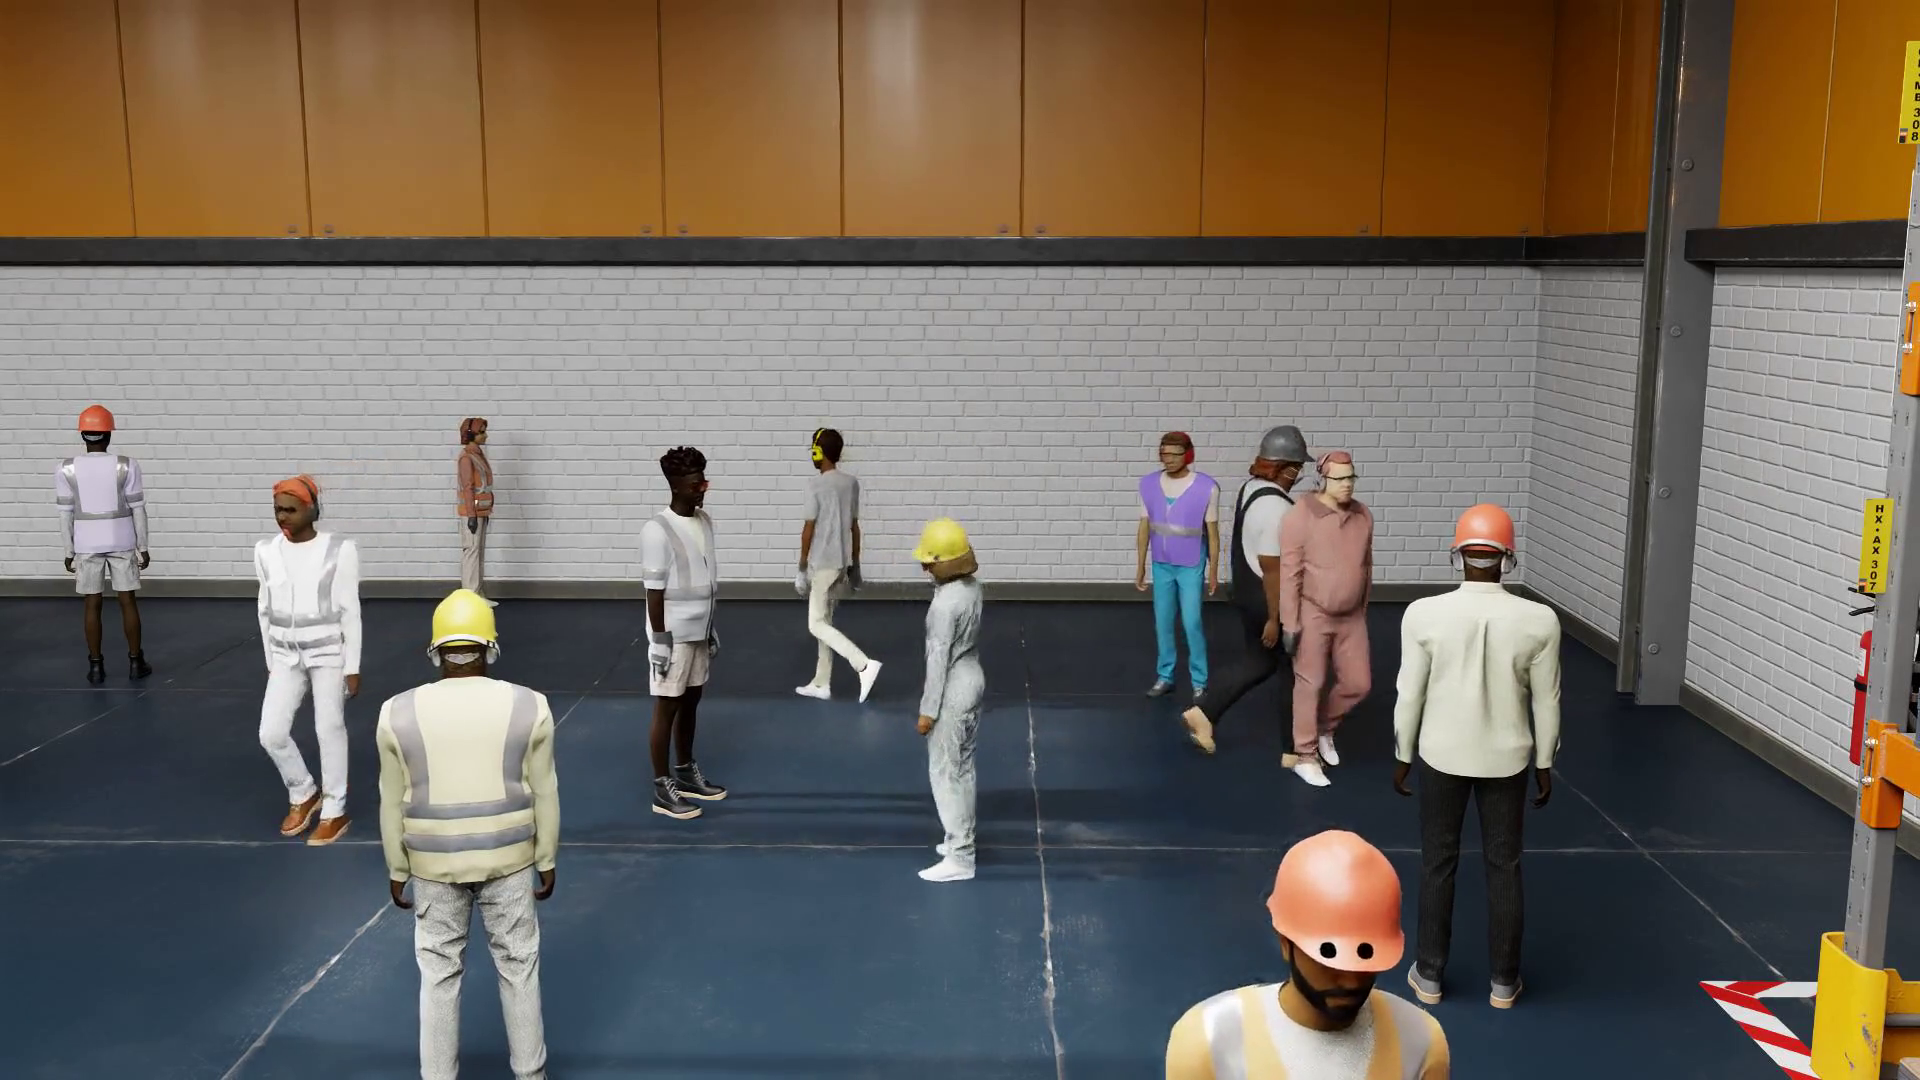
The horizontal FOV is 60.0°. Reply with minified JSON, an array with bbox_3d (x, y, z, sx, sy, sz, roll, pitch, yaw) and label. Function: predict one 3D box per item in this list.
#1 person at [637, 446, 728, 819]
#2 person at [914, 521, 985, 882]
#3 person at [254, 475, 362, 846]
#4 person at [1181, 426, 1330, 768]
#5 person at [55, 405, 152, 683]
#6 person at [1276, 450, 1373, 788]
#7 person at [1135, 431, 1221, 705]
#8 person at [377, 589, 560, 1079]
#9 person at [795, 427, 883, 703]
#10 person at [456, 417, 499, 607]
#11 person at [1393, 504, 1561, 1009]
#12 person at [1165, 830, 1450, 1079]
[{"bbox_3d":[-1.473,0.472,8.864,0.371,1.966,0.608,3,10,20],"label":"person"},{"bbox_3d":[-0.020,0.756,7.917,0.335,1.717,0.552,3,10,20],"label":"person"},{"bbox_3d":[-3.256,0.612,8.315,0.584,1.873,0.416,1,10,6],"label":"person"},{"bbox_3d":[1.745,0.315,9.586,0.785,2.000,0.686,-1,10,-8],"label":"person"},{"bbox_3d":[-5.959,0.030,11.602,0.552,1.937,0.356,-4,10,-22],"label":"person"},{"bbox_3d":[2.055,0.438,9.314,0.649,1.893,0.443,-4,10,-21],"label":"person"},{"bbox_3d":[1.458,0.178,11.080,0.566,1.829,0.404,6,11,33],"label":"person"},{"bbox_3d":[-1.669,1.076,5.698,0.589,1.823,0.404,-3,10,-15],"label":"person"},{"bbox_3d":[-0.812,0.185,10.970,0.706,1.839,0.534,6,11,34],"label":"person"},{"bbox_3d":[-4.052,-0.209,13.922,0.309,1.639,0.522,-1,10,-5],"label":"person"},{"bbox_3d":[2.019,0.848,6.534,0.626,1.991,0.389,2,10,12],"label":"person"},{"bbox_3d":[0.631,1.445,3.172,0.570,1.920,0.530,-1,10,-6],"label":"person"}]
